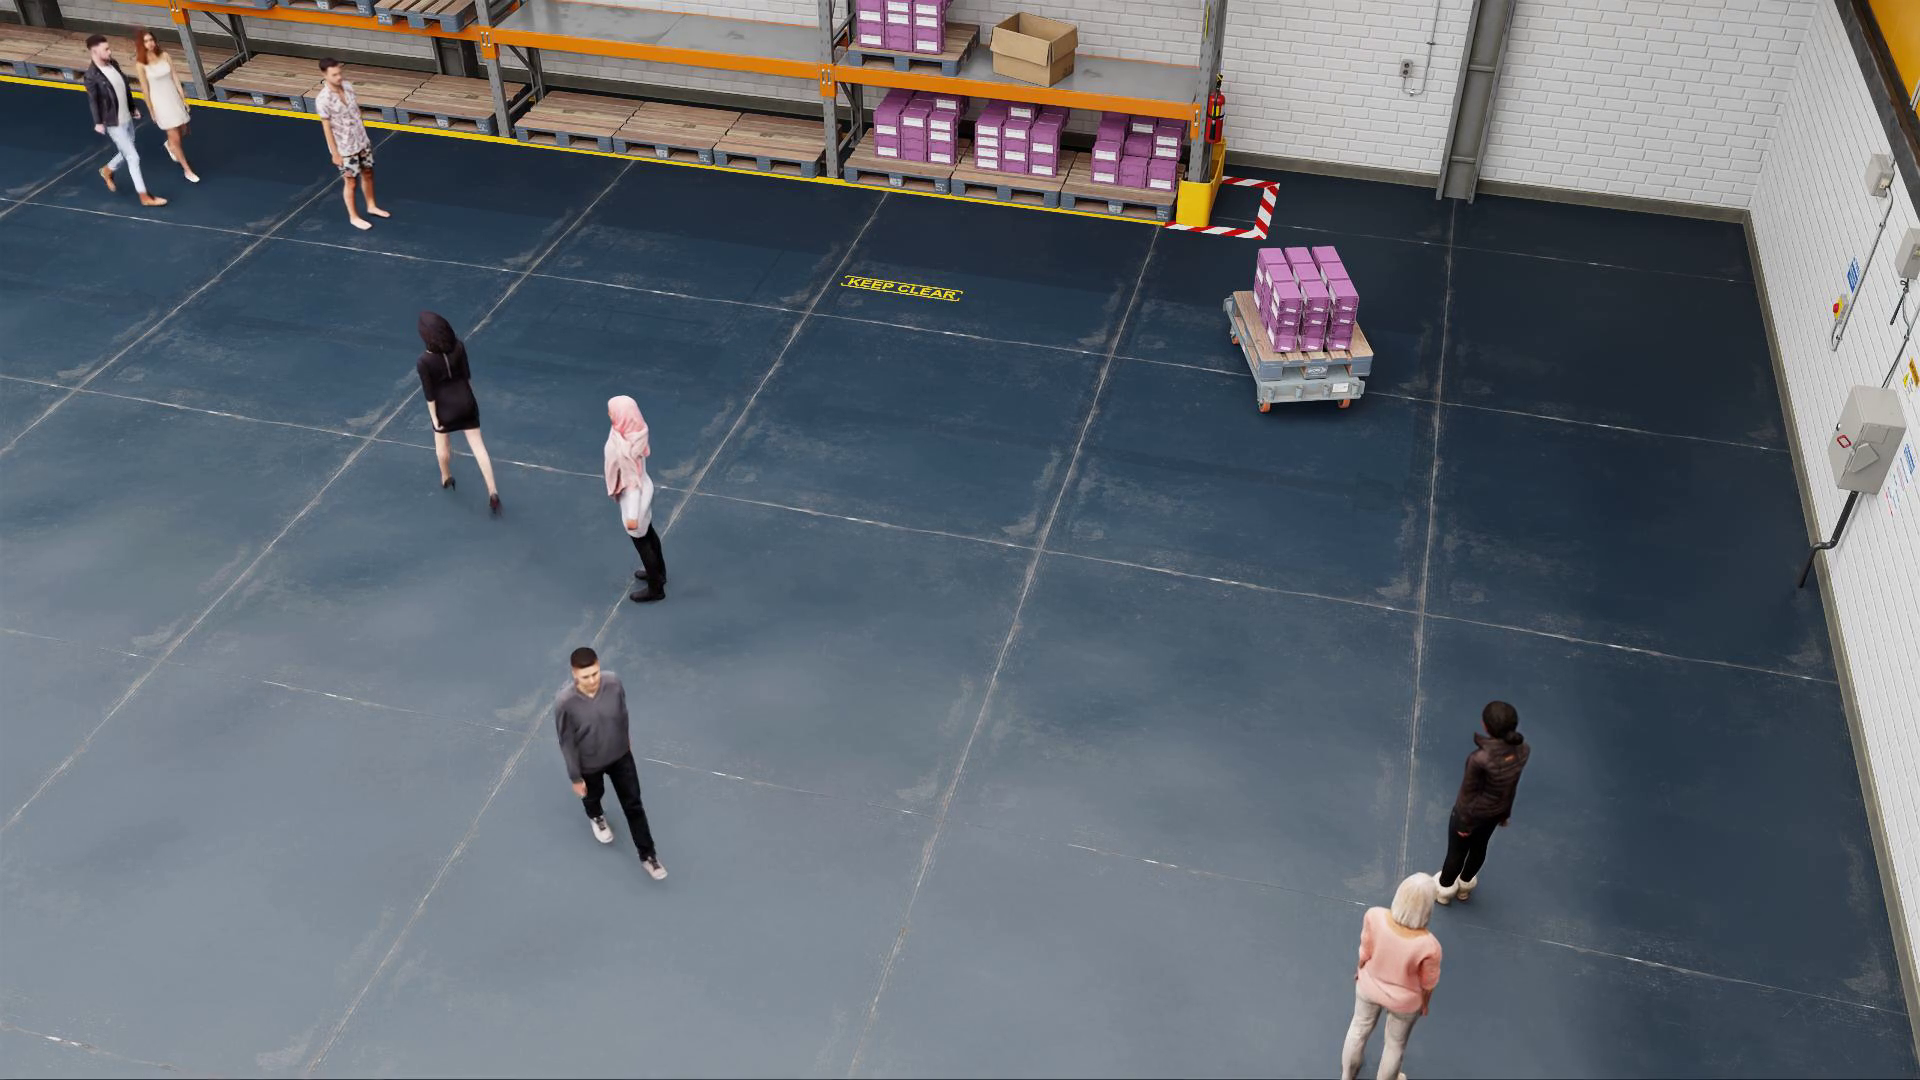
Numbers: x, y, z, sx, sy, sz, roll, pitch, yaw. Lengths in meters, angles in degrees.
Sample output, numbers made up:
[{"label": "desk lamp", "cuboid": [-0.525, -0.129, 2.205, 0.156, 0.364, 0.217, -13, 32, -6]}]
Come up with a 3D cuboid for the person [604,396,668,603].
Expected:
[{"label": "person", "cuboid": [-2.406, -0.308, 12.372, 0.659, 1.803, 0.686, 1, 39, 1]}]

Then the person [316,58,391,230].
[{"label": "person", "cuboid": [-6.315, -4.108, 17.127, 0.629, 1.807, 0.718, 16, 41, 19]}]

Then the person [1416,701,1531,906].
[{"label": "person", "cuboid": [3.149, 1.633, 10.056, 0.703, 1.659, 0.764, 17, 42, 20]}]

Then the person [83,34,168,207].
[{"label": "person", "cuboid": [-8.936, -4.423, 17.522, 1.083, 1.806, 0.759, 7, 39, 9]}]

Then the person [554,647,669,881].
[{"label": "person", "cuboid": [-2.289, 1.308, 10.416, 1.067, 1.718, 1.171, -24, 44, -27]}]

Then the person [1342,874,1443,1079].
[{"label": "person", "cuboid": [2.334, 2.422, 9.017, 0.580, 1.724, 0.729, 24, 44, 27]}]

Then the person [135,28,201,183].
[{"label": "person", "cuboid": [-8.623, -4.738, 18.008, 0.846, 1.692, 1.043, -29, 47, -31]}]

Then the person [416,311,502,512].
[{"label": "person", "cuboid": [-3.973, -0.992, 13.254, 0.947, 1.771, 1.070, -27, 46, -29]}]
